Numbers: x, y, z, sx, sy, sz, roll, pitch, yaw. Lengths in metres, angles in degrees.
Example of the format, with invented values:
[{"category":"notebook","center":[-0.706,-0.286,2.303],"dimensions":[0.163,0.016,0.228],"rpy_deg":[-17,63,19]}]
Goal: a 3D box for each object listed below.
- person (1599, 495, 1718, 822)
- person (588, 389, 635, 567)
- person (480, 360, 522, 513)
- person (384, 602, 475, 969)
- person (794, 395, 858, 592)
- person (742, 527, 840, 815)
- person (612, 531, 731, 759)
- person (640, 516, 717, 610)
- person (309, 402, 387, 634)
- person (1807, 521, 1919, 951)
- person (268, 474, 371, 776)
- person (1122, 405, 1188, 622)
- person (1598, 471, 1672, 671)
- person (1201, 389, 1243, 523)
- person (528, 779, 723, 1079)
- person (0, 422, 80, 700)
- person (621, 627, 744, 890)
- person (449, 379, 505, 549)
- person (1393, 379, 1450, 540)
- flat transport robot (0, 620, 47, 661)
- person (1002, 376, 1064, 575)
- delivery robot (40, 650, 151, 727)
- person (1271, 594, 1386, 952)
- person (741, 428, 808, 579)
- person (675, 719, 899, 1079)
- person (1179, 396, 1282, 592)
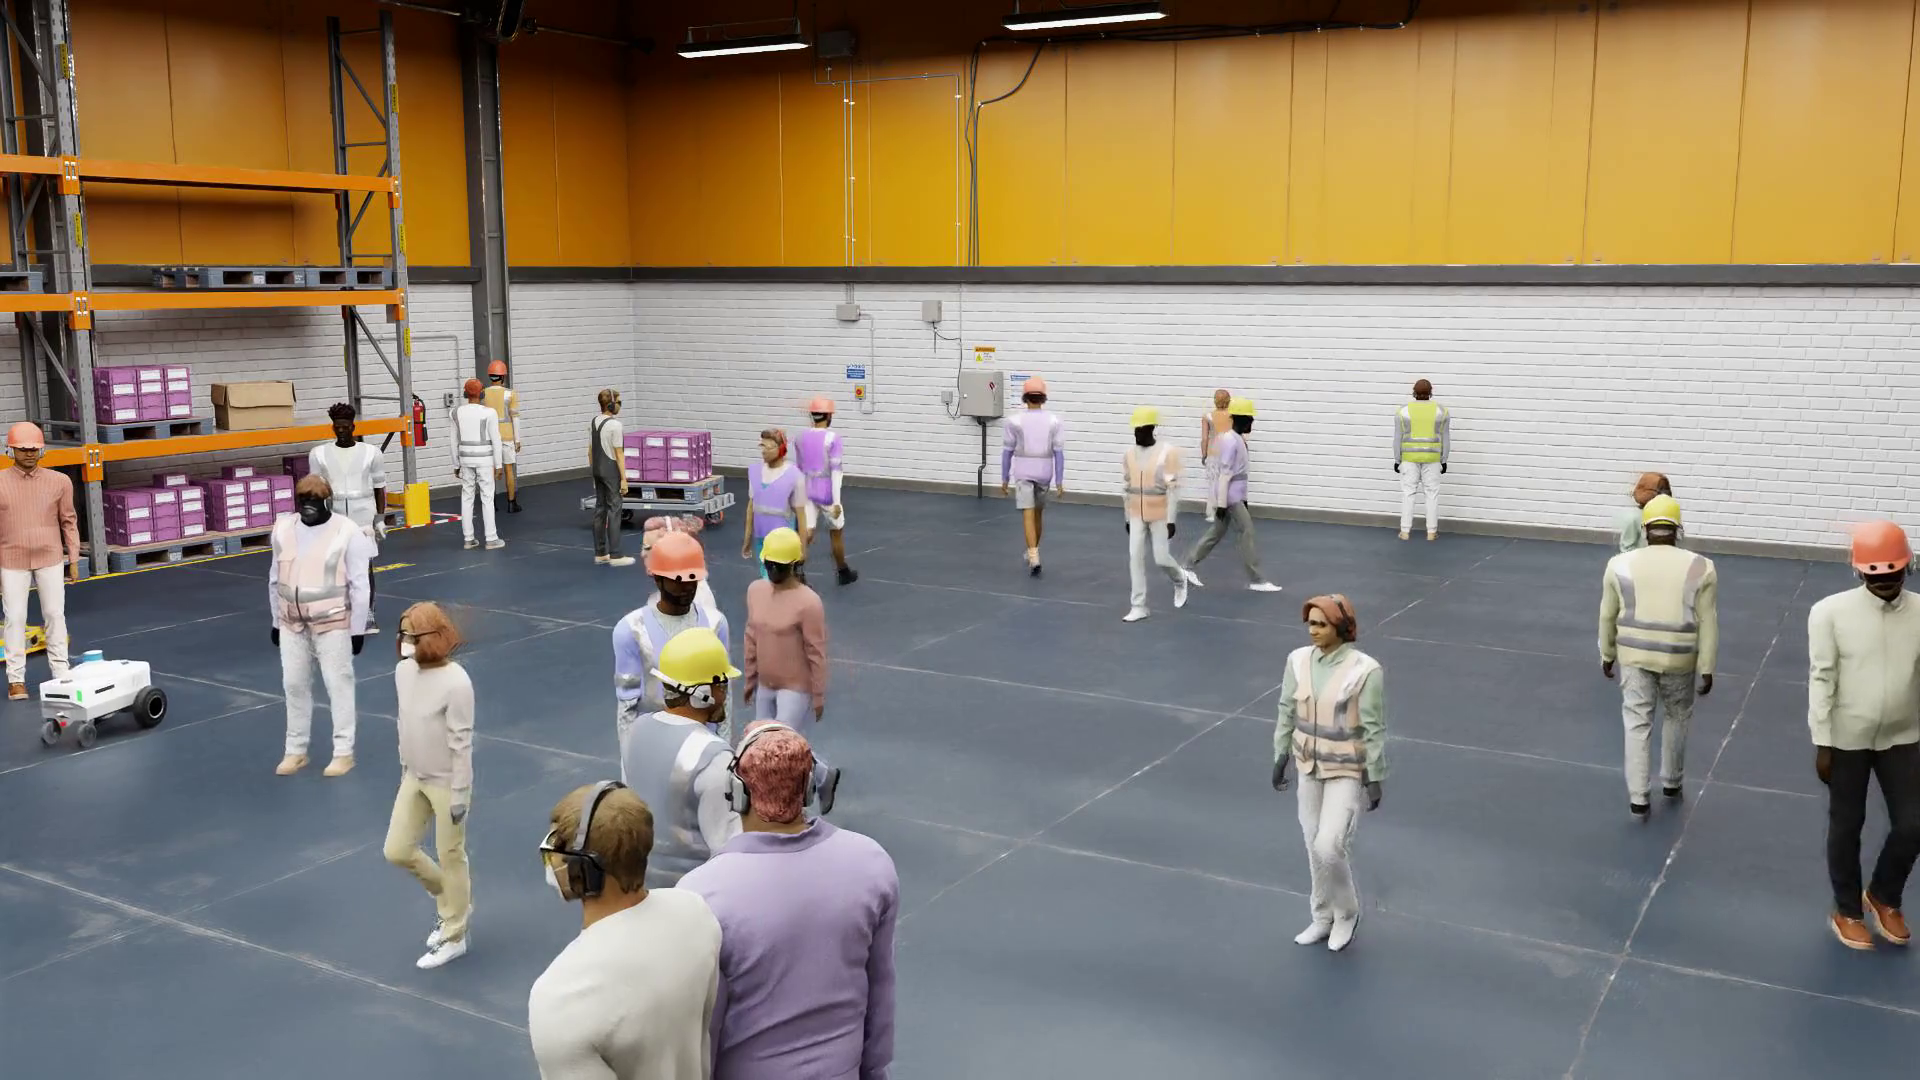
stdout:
[{"category":"person","center":[3.931,0.638,9.382],"dimensions":[0.615,1.794,0.802],"rpy_deg":[4,10,25]},{"category":"person","center":[-3.642,-0.647,17.270],"dimensions":[0.517,1.843,0.326],"rpy_deg":[8,12,40]},{"category":"person","center":[-5.826,-1.298,21.046],"dimensions":[0.546,1.938,0.360],"rpy_deg":[0,9,-1]},{"category":"person","center":[-2.307,1.067,7.238],"dimensions":[0.524,1.617,0.343],"rpy_deg":[6,11,35]},{"category":"person","center":[-1.332,-0.443,15.892],"dimensions":[0.567,1.883,1.014],"rpy_deg":[5,10,27]},{"category":"person","center":[-0.876,0.760,8.813],"dimensions":[0.522,1.735,0.627],"rpy_deg":[8,12,41]},{"category":"person","center":[-1.233,0.914,7.289],"dimensions":[0.541,1.930,0.385],"rpy_deg":[-6,11,-32]},{"category":"person","center":[-1.311,0.808,8.046],"dimensions":[0.653,1.888,0.649],"rpy_deg":[-3,10,-18]},{"category":"person","center":[-5.123,-0.177,13.954],"dimensions":[0.608,1.966,0.370],"rpy_deg":[-3,9,-16]},{"category":"person","center":[4.062,0.878,7.401],"dimensions":[0.616,1.960,0.481],"rpy_deg":[1,9,7]},{"category":"person","center":[-3.886,0.510,10.090],"dimensions":[0.650,1.834,0.432],"rpy_deg":[1,9,9]},{"category":"person","center":[1.713,-0.252,14.617],"dimensions":[0.605,1.903,0.741],"rpy_deg":[7,11,37]},{"category":"person","center":[4.984,0.281,12.193],"dimensions":[0.508,1.608,0.654],"rpy_deg":[-5,11,-30]},{"category":"person","center":[3.179,-1.014,20.197],"dimensions":[0.510,1.642,0.308],"rpy_deg":[1,9,4]},{"category":"person","center":[-0.757,1.475,3.730],"dimensions":[0.372,1.940,0.627],"rpy_deg":[3,10,19]},{"category":"person","center":[-6.634,0.146,11.900],"dimensions":[0.617,1.990,0.399],"rpy_deg":[-6,11,-35]},{"category":"person","center":[-0.916,1.204,5.752],"dimensions":[0.403,1.831,0.596],"rpy_deg":[-8,12,-42]},{"category":"person","center":[-5.312,-0.835,18.317],"dimensions":[0.584,1.883,0.346],"rpy_deg":[1,9,8]},{"category":"person","center":[5.243,-0.909,18.928],"dimensions":[0.634,1.844,0.429],"rpy_deg":[2,9,12]},{"category":"flat transport robot","center":[-7.681,0.856,12.785],"dimensions":[0.652,0.197,1.431],"rpy_deg":[2,9,11]},{"category":"person","center":[0.754,-0.663,16.913],"dimensions":[0.613,2.002,1.051],"rpy_deg":[-1,9,-7]},{"category":"delivery robot","center":[-5.665,0.968,10.908],"dimensions":[0.477,0.478,0.707],"rpy_deg":[2,9,12]},{"category":"person","center":[1.628,1.042,7.411],"dimensions":[0.391,1.624,0.542],"rpy_deg":[-7,12,-38]},{"category":"person","center":[-1.440,-0.008,13.376],"dimensions":[0.572,1.822,0.840],"rpy_deg":[8,12,42]},{"category":"person","center":[-0.471,1.401,4.295],"dimensions":[0.651,1.906,0.401],"rpy_deg":[-6,11,-34]},{"category":"person","center":[2.560,-0.445,15.925],"dimensions":[1.004,1.880,0.601],"rpy_deg":[2,9,13]}]
